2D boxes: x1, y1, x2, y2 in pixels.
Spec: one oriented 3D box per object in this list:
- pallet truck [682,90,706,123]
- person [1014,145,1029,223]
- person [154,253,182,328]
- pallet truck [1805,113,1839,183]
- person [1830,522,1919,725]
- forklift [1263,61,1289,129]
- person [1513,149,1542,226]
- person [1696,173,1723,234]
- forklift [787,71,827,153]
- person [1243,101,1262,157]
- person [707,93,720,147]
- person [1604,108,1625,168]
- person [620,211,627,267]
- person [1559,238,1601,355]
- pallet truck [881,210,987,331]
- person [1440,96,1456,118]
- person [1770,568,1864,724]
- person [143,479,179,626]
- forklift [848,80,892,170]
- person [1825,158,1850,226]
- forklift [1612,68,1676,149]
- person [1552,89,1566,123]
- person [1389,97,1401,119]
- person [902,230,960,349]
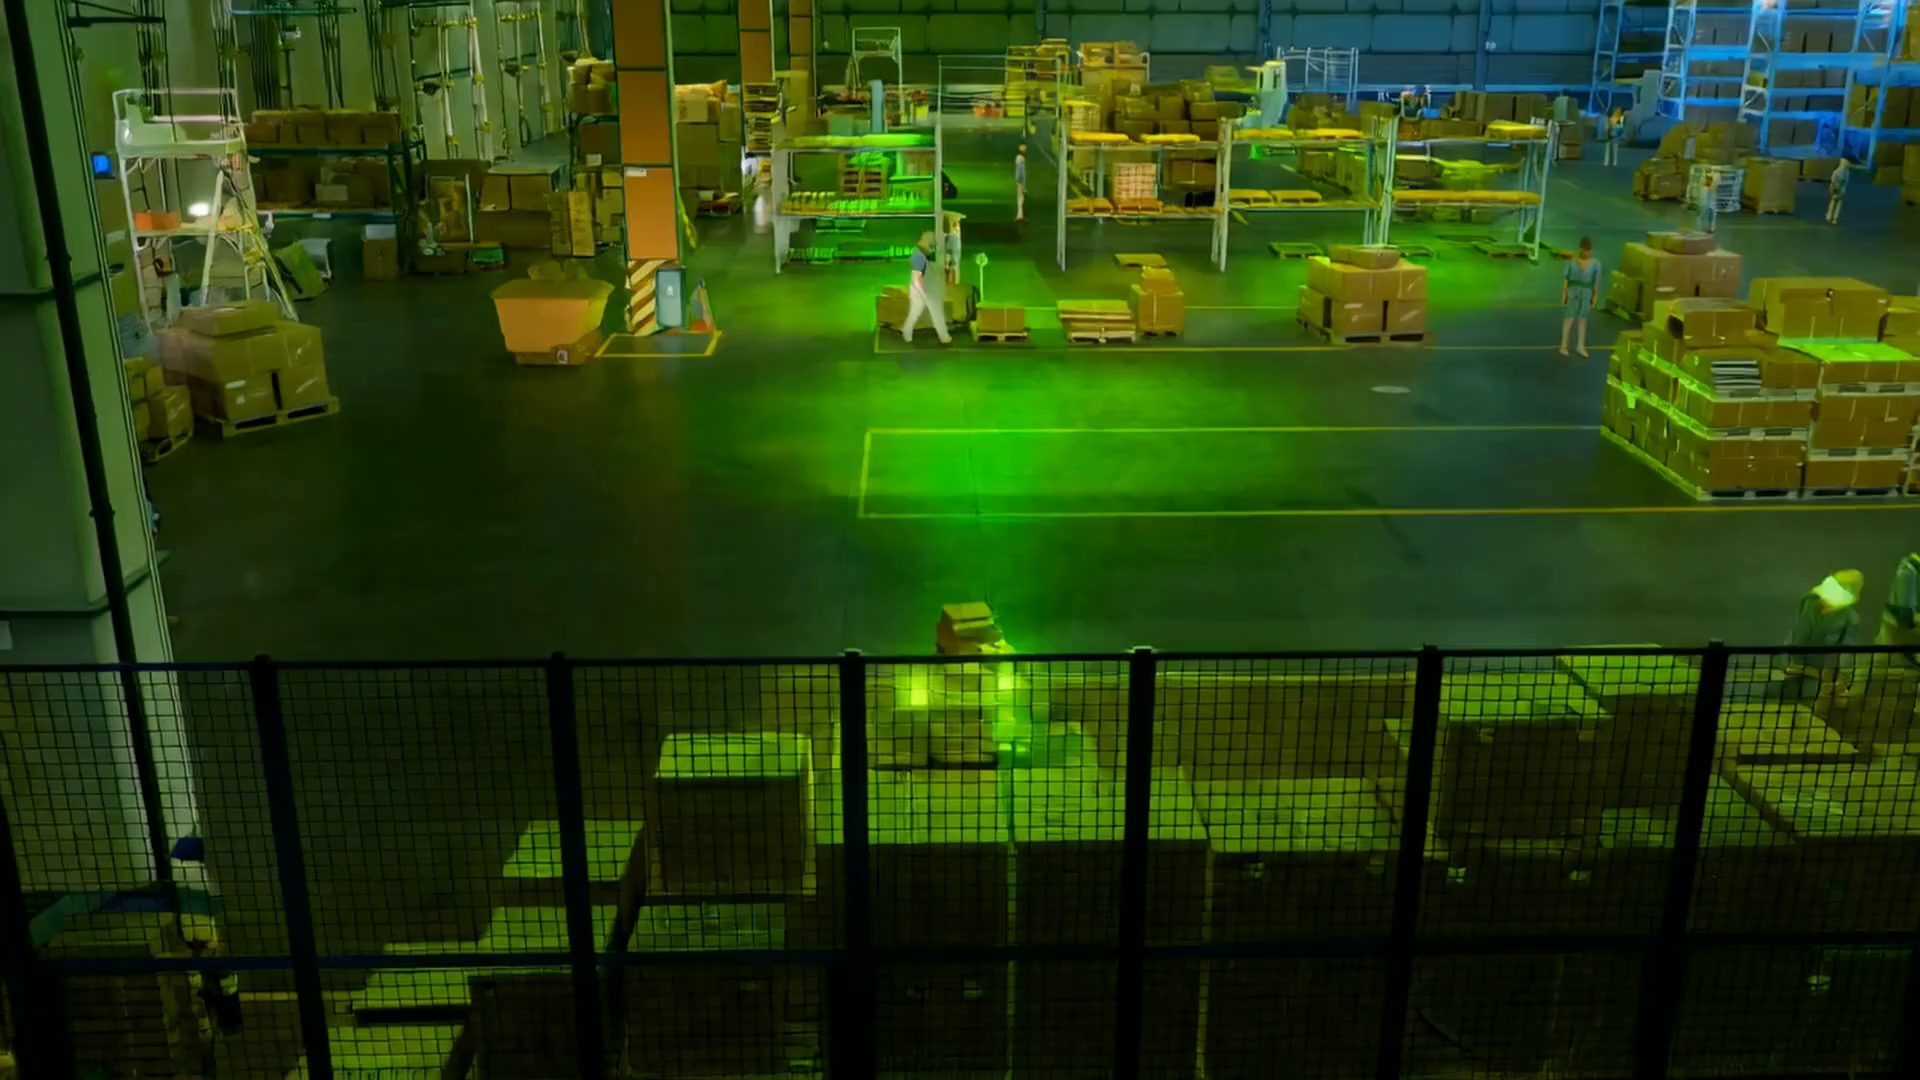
[{"bbox_3d":[-9.671,-15.907,62.421,0.823,1.965,1.885,5,19,15],"label":"pallet truck"},{"bbox_3d":[1.546,-9.012,42.056,0.353,1.937,0.635,-4,19,-11],"label":"person"},{"bbox_3d":[-12.315,-3.544,25.934,0.325,1.876,0.524,0,19,0],"label":"person"},{"bbox_3d":[26.403,-11.957,50.702,0.823,1.965,1.885,6,19,16],"label":"pallet truck"},{"bbox_3d":[7.623,0.719,13.375,0.586,1.832,1.009,-14,23,-36],"label":"person"},{"bbox_3d":[12.521,-17.614,66.124,1.873,2.768,1.129,-16,25,-40],"label":"forklift"},{"bbox_3d":[14.059,-8.756,41.324,0.639,1.924,0.547,11,21,29],"label":"person"},{"bbox_3d":[16.133,-6.929,35.863,0.382,1.955,0.606,-3,19,-8],"label":"person"},{"bbox_3d":[-5.727,-15.109,58.692,1.873,2.768,1.129,-10,21,-26],"label":"forklift"},{"bbox_3d":[10.134,-14.280,57.725,0.636,1.915,0.644,-1,19,-4],"label":"person"},{"bbox_3d":[-9.049,-15.364,60.917,0.371,1.925,0.595,14,23,35],"label":"person"},{"bbox_3d":[21.324,-13.104,54.246,0.593,1.910,0.383,2,19,7],"label":"person"},{"bbox_3d":[-6.100,-5.339,31.174,0.594,1.928,0.364,-17,25,-40],"label":"person"},{"bbox_3d":[10.110,-3.960,27.094,0.542,1.928,0.400,2,19,6],"label":"person"},{"bbox_3d":[-0.493,-4.759,29.349,1.885,1.965,0.823,-13,23,-34],"label":"pallet truck"},{"bbox_3d":[17.356,-14.824,59.294,0.545,1.942,0.354,7,20,20],"label":"person"},{"bbox_3d":[6.518,0.984,12.795,0.350,1.685,0.619,-16,24,-39],"label":"person"},{"bbox_3d":[-7.769,-0.062,15.665,0.622,1.839,0.429,12,22,31],"label":"person"},{"bbox_3d":[-2.644,-13.227,53.109,1.873,2.768,1.129,-1,19,-1],"label":"forklift"},{"bbox_3d":[21.909,-8.687,41.478,0.530,1.689,0.322,-7,20,-21],"label":"person"},{"bbox_3d":[25.004,-15.715,60.490,1.873,2.768,1.129,17,25,41],"label":"forklift"},{"bbox_3d":[22.364,-15.862,62.291,0.622,1.993,0.383,-8,20,-22],"label":"person"},{"bbox_3d":[15.670,-15.142,60.394,0.625,1.844,0.429,-8,20,-23],"label":"person"},{"bbox_3d":[-0.531,-4.140,27.446,1.030,2.000,0.702,14,23,36],"label":"person"}]
